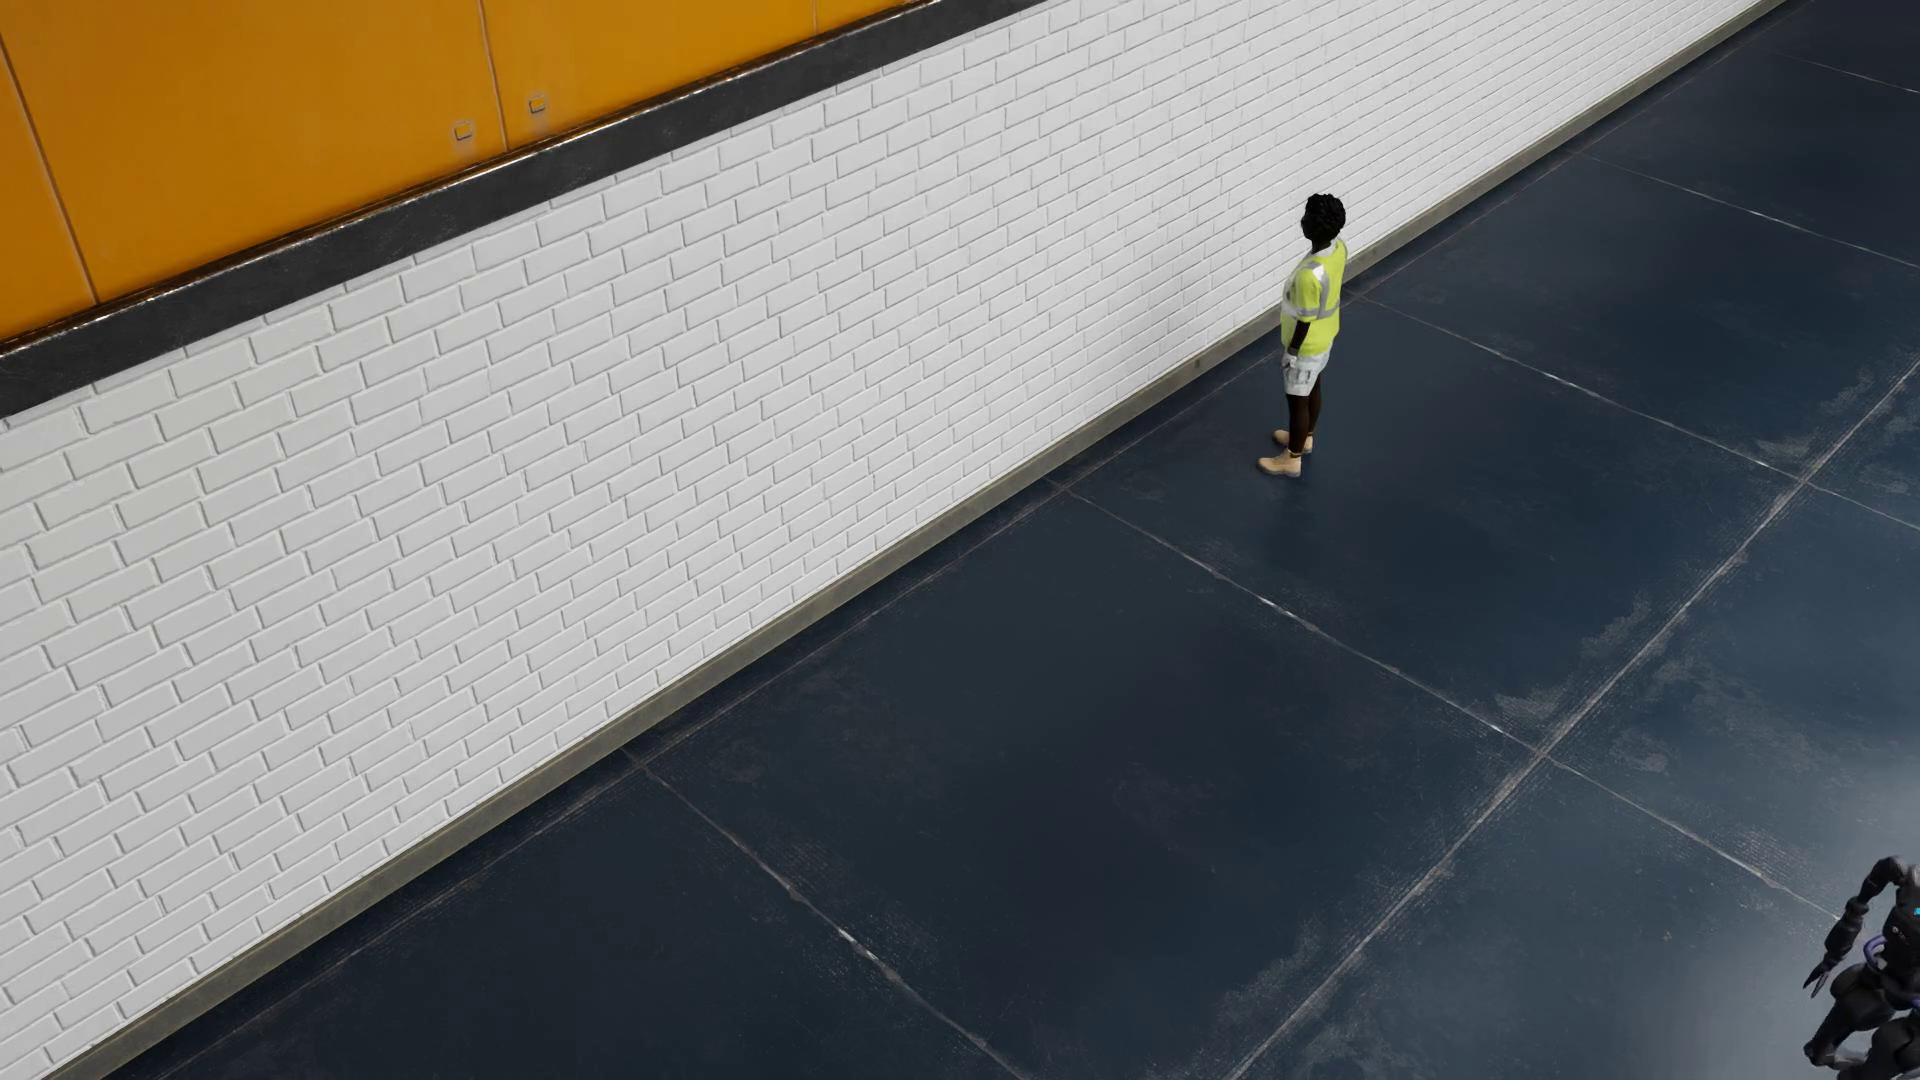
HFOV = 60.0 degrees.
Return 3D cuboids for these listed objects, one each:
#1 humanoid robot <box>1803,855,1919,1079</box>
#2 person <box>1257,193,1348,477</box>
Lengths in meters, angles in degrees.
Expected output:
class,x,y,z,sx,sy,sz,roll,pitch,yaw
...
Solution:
class,x,y,z,sx,sy,sz,roll,pitch,yaw
humanoid robot,3.296,1.615,5.791,0.591,1.637,0.610,-13,40,-16
person,1.911,-1.126,9.183,0.317,1.696,0.538,18,42,21
